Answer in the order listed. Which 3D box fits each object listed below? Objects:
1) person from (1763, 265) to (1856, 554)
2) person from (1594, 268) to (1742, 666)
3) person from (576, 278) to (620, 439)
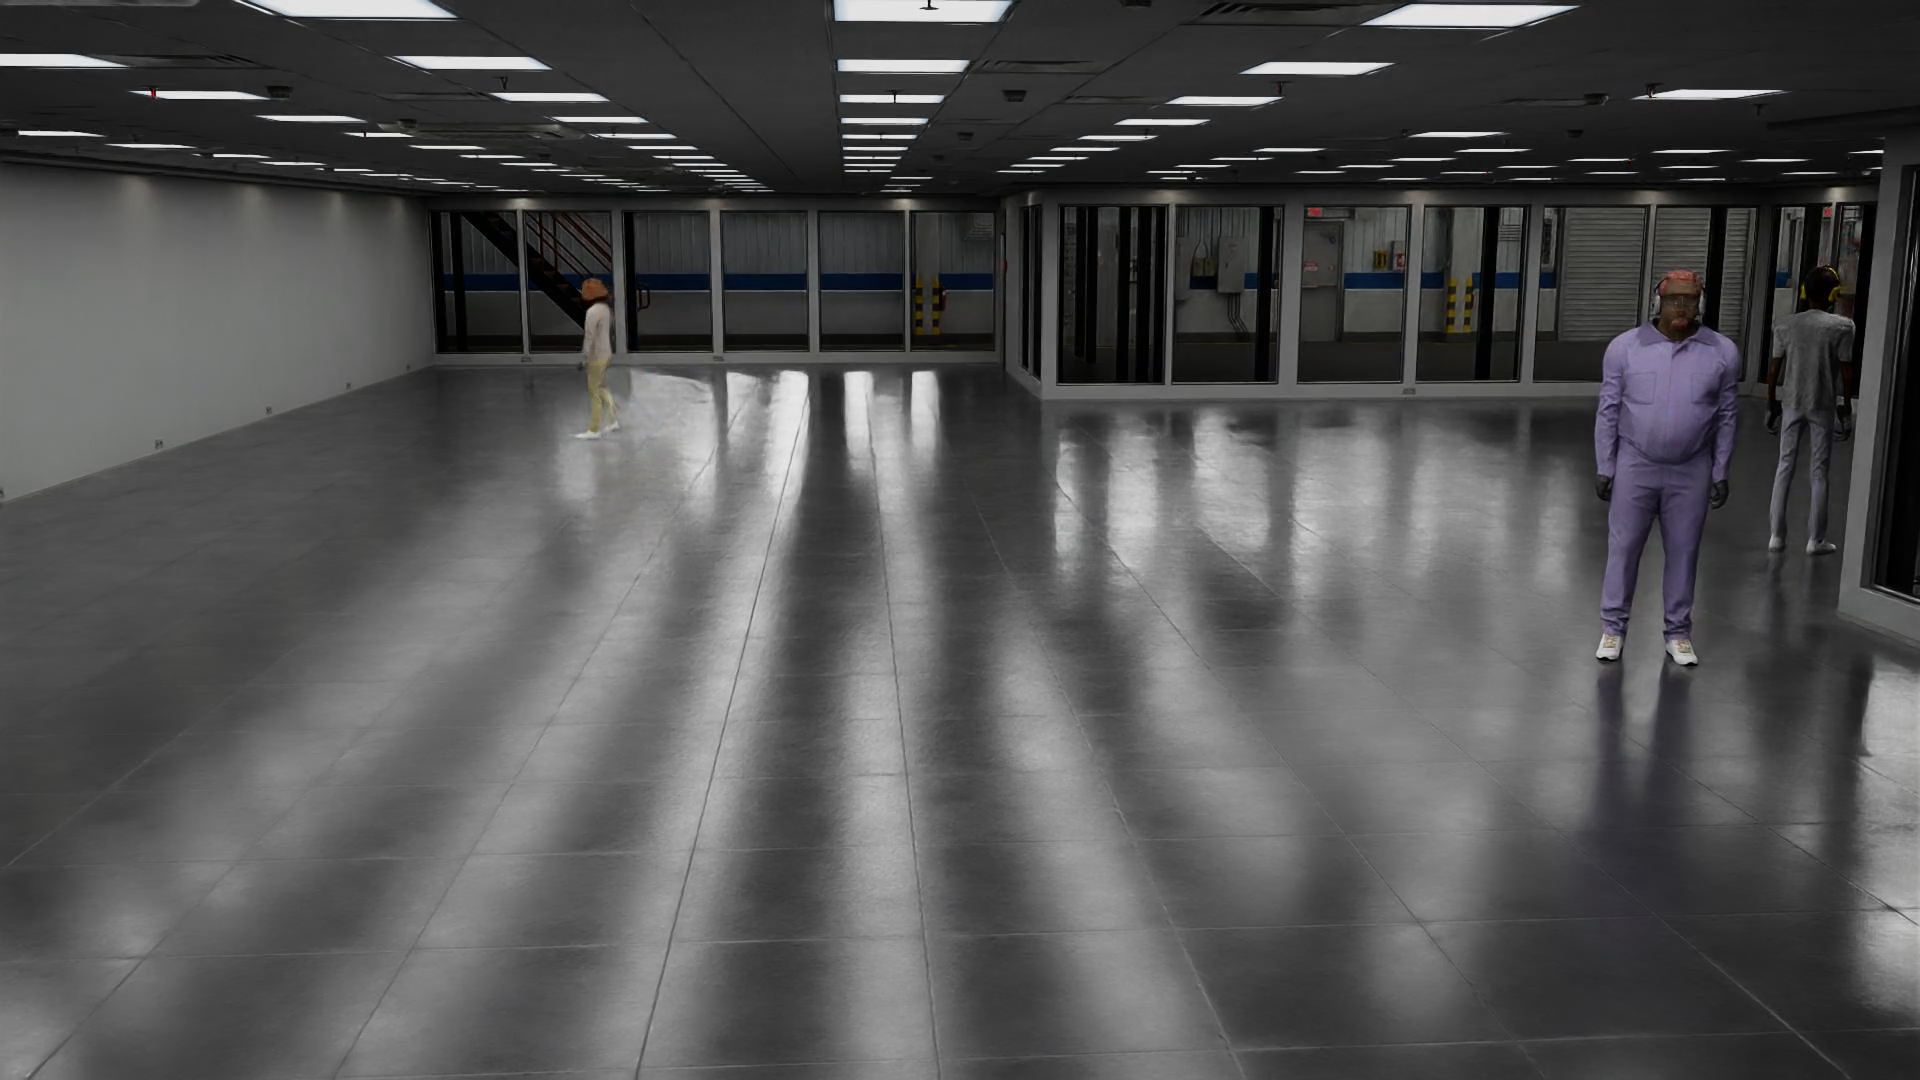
[{"bbox_3d":[5.526,-0.840,10.828,0.539,1.869,0.313,9,14,39],"label":"person"},{"bbox_3d":[3.401,-0.346,8.043,0.643,1.913,0.411,3,11,15],"label":"person"},{"bbox_3d":[-3.696,-1.824,16.769,0.356,1.626,0.522,1,11,4],"label":"person"}]
